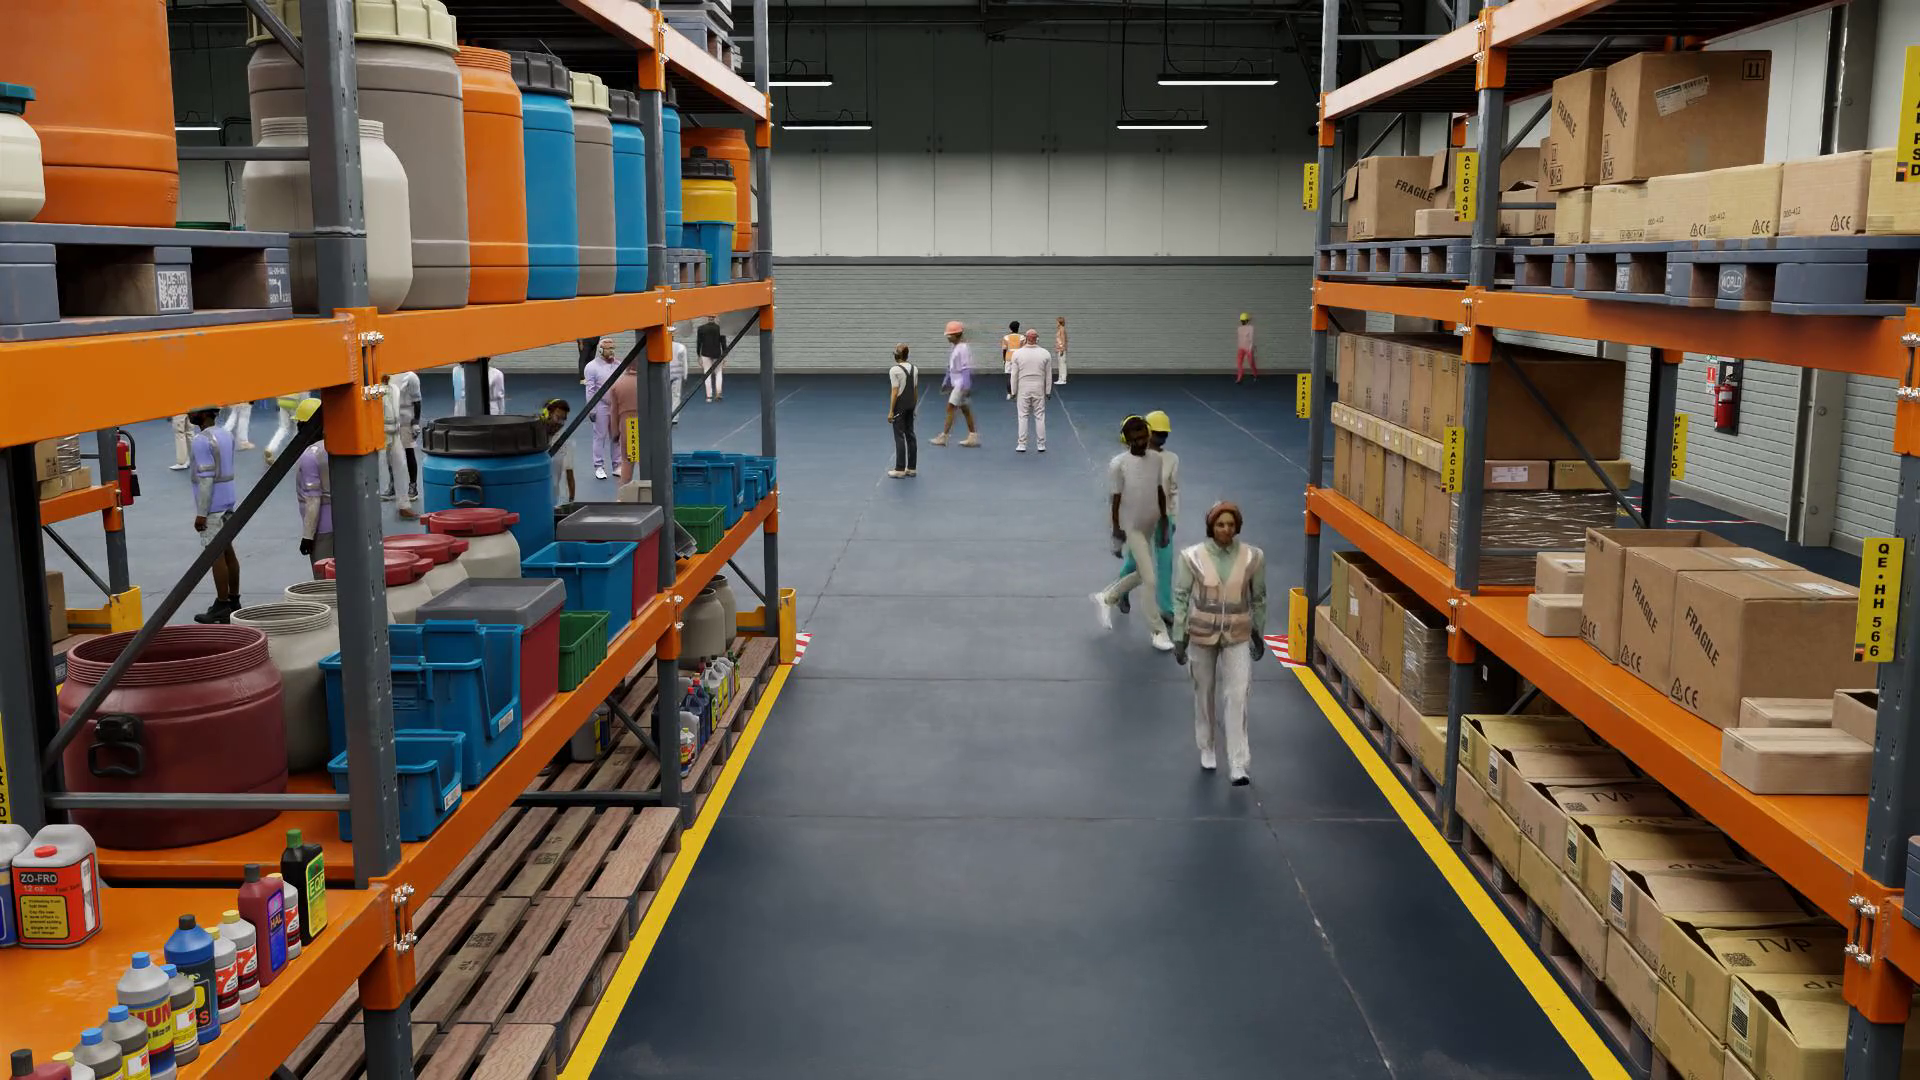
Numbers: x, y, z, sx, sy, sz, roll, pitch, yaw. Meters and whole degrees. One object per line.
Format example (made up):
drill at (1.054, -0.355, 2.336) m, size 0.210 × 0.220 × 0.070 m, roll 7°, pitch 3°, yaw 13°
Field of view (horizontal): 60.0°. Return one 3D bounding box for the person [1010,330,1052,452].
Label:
person at (1.105, -2.330, 26.003) m, size 0.654 × 1.906 × 0.406 m, roll -1°, pitch 10°, yaw -6°

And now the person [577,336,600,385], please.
person at (-9.042, -4.807, 40.567) m, size 0.536 × 2.000 × 0.673 m, roll 4°, pitch 10°, yaw 23°

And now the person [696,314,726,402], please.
person at (-5.323, -3.961, 35.591) m, size 0.636 × 1.972 × 0.645 m, roll -2°, pitch 10°, yaw -9°

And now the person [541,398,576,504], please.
person at (-3.509, -0.278, 13.958) m, size 0.602 × 1.817 × 0.574 m, roll -4°, pitch 10°, yaw -25°

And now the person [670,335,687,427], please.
person at (-5.234, -2.964, 30.100) m, size 0.599 × 1.808 × 0.696 m, roll -2°, pitch 10°, yaw -14°

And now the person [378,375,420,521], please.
person at (-6.698, -1.173, 19.080) m, size 0.845 × 1.914 × 0.622 m, roll 3°, pitch 10°, yaw 20°

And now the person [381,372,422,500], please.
person at (-6.995, -1.472, 20.687) m, size 0.612 × 1.962 × 0.363 m, roll 2°, pitch 10°, yaw 15°

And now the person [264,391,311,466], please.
person at (-9.602, -1.911, 23.797) m, size 0.679 × 1.810 × 0.722 m, roll 5°, pitch 11°, yaw 27°

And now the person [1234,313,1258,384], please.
person at (7.024, -4.694, 40.659) m, size 0.526 × 1.739 × 0.779 m, roll 9°, pitch 13°, yaw 43°

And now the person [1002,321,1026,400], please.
person at (1.175, -3.859, 35.778) m, size 0.537 × 1.697 × 0.320 m, roll 1°, pitch 10°, yaw 4°

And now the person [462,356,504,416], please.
person at (-6.334, -1.684, 22.148) m, size 0.577 × 1.907 × 0.676 m, roll 0°, pitch 9°, yaw -2°

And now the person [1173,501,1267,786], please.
person at (1.476, 0.588, 9.424) m, size 0.545 × 1.592 × 0.835 m, roll 1°, pitch 9°, yaw 3°

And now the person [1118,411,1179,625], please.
person at (1.567, -0.204, 13.747) m, size 0.544 × 1.745 × 0.684 m, roll -3°, pitch 10°, yaw -20°

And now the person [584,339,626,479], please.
person at (-4.824, -1.807, 22.858) m, size 0.641 × 1.913 × 0.408 m, roll -9°, pitch 13°, yaw -44°

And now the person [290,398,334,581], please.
person at (-4.880, -0.122, 12.708) m, size 0.355 × 1.930 × 0.587 m, roll 0°, pitch 9°, yaw -1°

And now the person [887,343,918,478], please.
person at (-0.795, -1.792, 22.960) m, size 0.330 × 1.844 × 0.520 m, roll 8°, pitch 13°, yaw 41°

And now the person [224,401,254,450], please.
person at (-11.396, -2.321, 26.250) m, size 0.671 × 1.808 × 0.487 m, roll 4°, pitch 10°, yaw 24°

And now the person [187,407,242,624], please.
person at (-6.163, -0.295, 13.703) m, size 0.342 × 1.942 × 0.552 m, roll 0°, pitch 9°, yaw -2°

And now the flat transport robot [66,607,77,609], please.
flat transport robot at (-7.861, 0.634, 13.266) m, size 0.652 × 0.197 × 1.431 m, roll 3°, pitch 10°, yaw 15°

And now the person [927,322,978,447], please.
person at (-0.137, -2.490, 26.678) m, size 0.970 × 1.997 × 0.621 m, roll -1°, pitch 10°, yaw -8°

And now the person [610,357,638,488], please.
person at (-3.831, -1.305, 19.893) m, size 0.667 × 1.904 × 0.435 m, roll 1°, pitch 10°, yaw 7°

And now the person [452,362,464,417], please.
person at (-7.505, -2.111, 25.375) m, size 0.537 × 1.682 × 0.520 m, roll 7°, pitch 11°, yaw 34°

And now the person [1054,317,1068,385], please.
person at (2.453, -4.586, 40.308) m, size 0.315 × 1.641 × 0.514 m, roll -1°, pitch 10°, yaw -6°

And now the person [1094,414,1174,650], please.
person at (1.333, -0.093, 12.889) m, size 0.578 × 1.818 × 0.827 m, roll -7°, pitch 12°, yaw -36°

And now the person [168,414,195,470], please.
person at (-11.145, -1.822, 23.790) m, size 0.324 × 1.634 × 0.515 m, roll 2°, pitch 10°, yaw 9°
